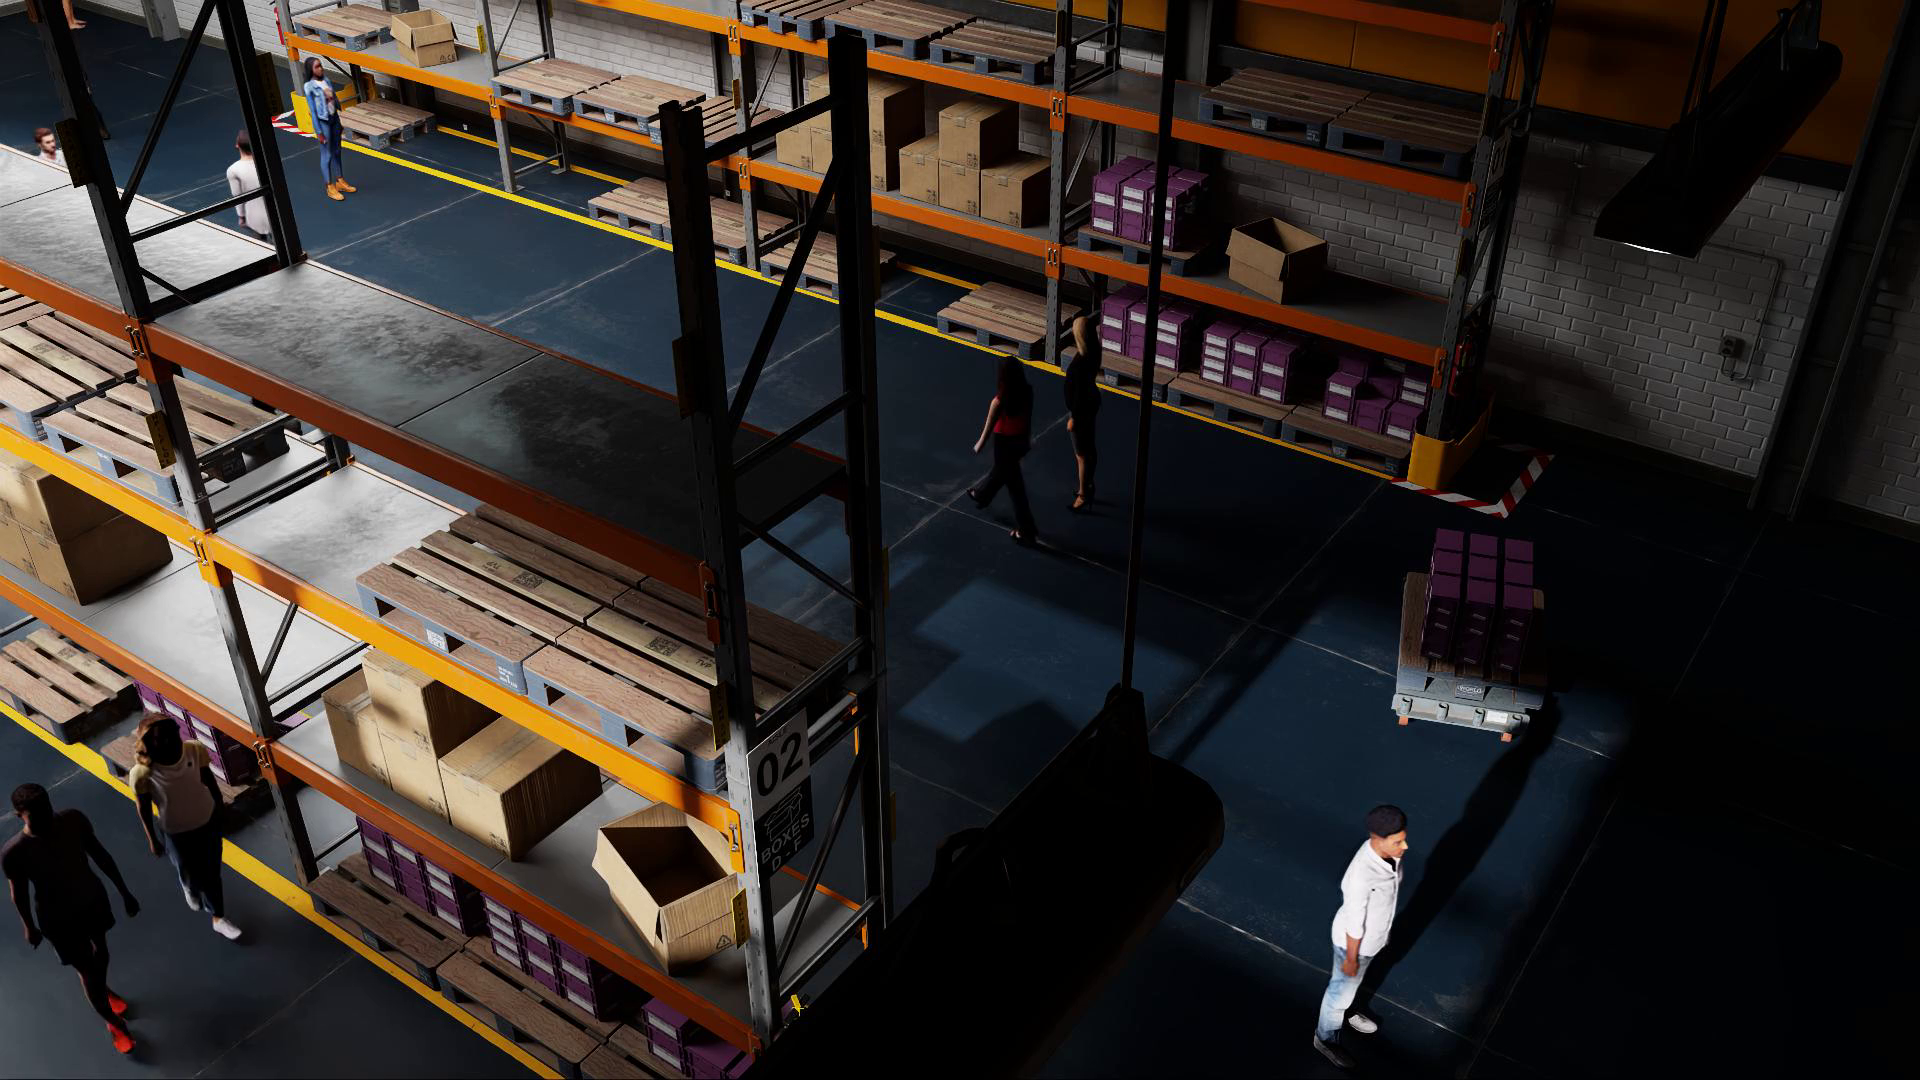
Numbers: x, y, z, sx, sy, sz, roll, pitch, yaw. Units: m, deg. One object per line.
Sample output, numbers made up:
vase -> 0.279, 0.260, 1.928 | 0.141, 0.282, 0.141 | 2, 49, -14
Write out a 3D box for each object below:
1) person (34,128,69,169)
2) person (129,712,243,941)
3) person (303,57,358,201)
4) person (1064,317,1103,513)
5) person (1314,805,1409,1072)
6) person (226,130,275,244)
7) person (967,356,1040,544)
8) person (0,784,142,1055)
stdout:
person -> -9.730, -3.572, 17.956 | 0.947, 1.825, 0.701 | 24, 40, 31
person -> -4.734, 1.706, 10.113 | 0.776, 1.715, 0.641 | 23, 40, 31
person -> -7.718, -5.033, 20.255 | 0.615, 1.712, 0.658 | 10, 35, 15
person -> 1.063, -1.071, 14.178 | 0.630, 1.842, 0.664 | 12, 35, 17
person -> 2.259, 2.173, 9.324 | 0.542, 1.812, 0.632 | 20, 39, 28
person -> -7.486, -3.506, 17.843 | 0.730, 1.839, 0.661 | -22, 40, -30
person -> 0.485, -0.710, 13.840 | 1.103, 1.615, 0.649 | 22, 39, 29
person -> -5.104, 2.047, 9.496 | 0.828, 1.831, 0.667 | 21, 39, 28
